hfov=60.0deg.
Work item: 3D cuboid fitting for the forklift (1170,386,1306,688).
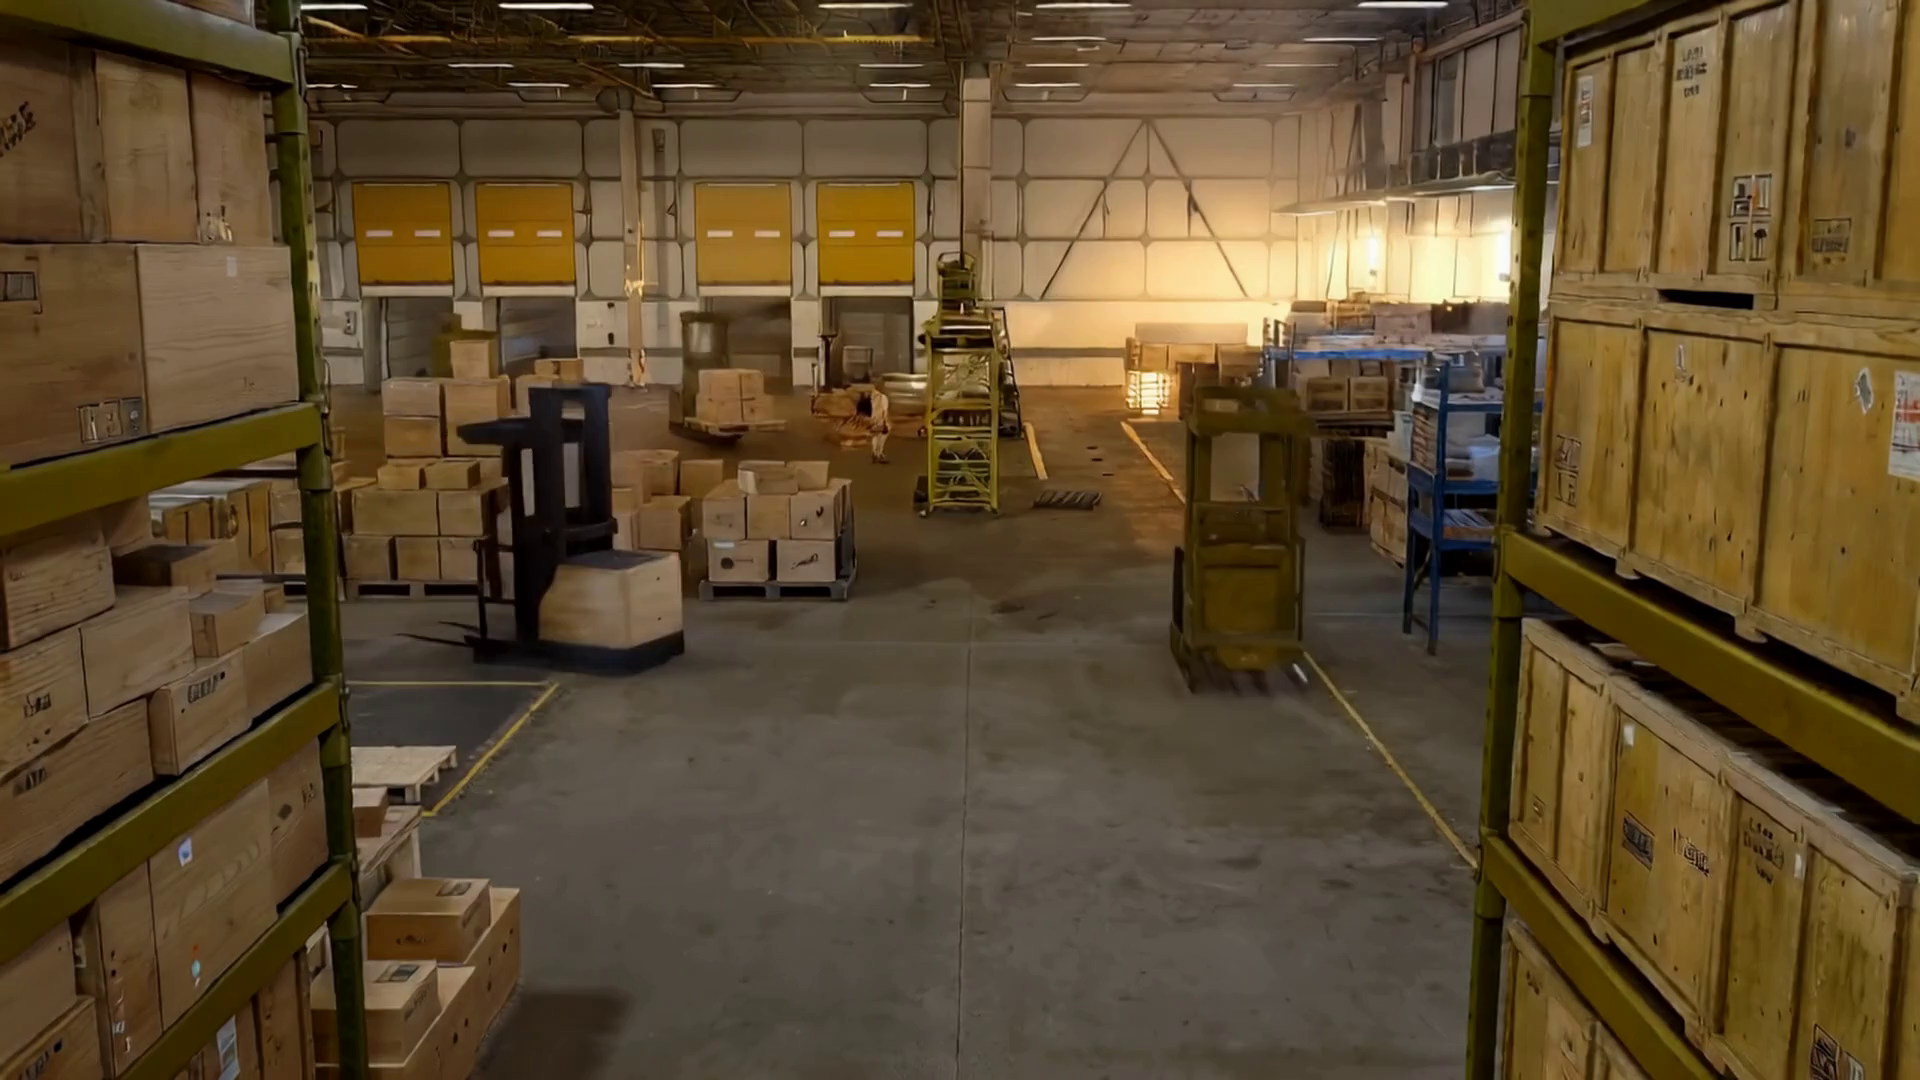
[{"bbox_3d":[2.717,-0.120,16.394,1.129,2.768,1.873,0,10,1],"label":"forklift"}]

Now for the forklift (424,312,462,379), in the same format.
[{"bbox_3d":[-11.151,-3.527,36.050,1.129,2.768,1.873,8,12,37],"label":"forklift"}]

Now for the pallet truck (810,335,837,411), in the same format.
[{"bbox_3d":[-3.021,-4.312,43.126,1.885,1.965,0.823,3,10,17],"label":"pallet truck"}]

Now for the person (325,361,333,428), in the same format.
[{"bbox_3d":[-15.020,-3.574,39.044,0.552,1.934,0.373,-4,11,-22],"label":"person"}]

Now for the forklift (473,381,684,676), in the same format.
[{"bbox_3d":[-3.844,-0.173,16.700,1.873,2.768,1.129,5,11,25],"label":"forklift"}]

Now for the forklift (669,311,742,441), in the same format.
[{"bbox_3d":[-5.723,-3.678,36.924,1.129,2.768,1.873,-5,11,-27],"label":"forklift"}]

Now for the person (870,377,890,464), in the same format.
[{"bbox_3d":[-1.586,-2.354,32.686,0.321,1.698,0.537,-4,11,-24],"label":"person"}]
